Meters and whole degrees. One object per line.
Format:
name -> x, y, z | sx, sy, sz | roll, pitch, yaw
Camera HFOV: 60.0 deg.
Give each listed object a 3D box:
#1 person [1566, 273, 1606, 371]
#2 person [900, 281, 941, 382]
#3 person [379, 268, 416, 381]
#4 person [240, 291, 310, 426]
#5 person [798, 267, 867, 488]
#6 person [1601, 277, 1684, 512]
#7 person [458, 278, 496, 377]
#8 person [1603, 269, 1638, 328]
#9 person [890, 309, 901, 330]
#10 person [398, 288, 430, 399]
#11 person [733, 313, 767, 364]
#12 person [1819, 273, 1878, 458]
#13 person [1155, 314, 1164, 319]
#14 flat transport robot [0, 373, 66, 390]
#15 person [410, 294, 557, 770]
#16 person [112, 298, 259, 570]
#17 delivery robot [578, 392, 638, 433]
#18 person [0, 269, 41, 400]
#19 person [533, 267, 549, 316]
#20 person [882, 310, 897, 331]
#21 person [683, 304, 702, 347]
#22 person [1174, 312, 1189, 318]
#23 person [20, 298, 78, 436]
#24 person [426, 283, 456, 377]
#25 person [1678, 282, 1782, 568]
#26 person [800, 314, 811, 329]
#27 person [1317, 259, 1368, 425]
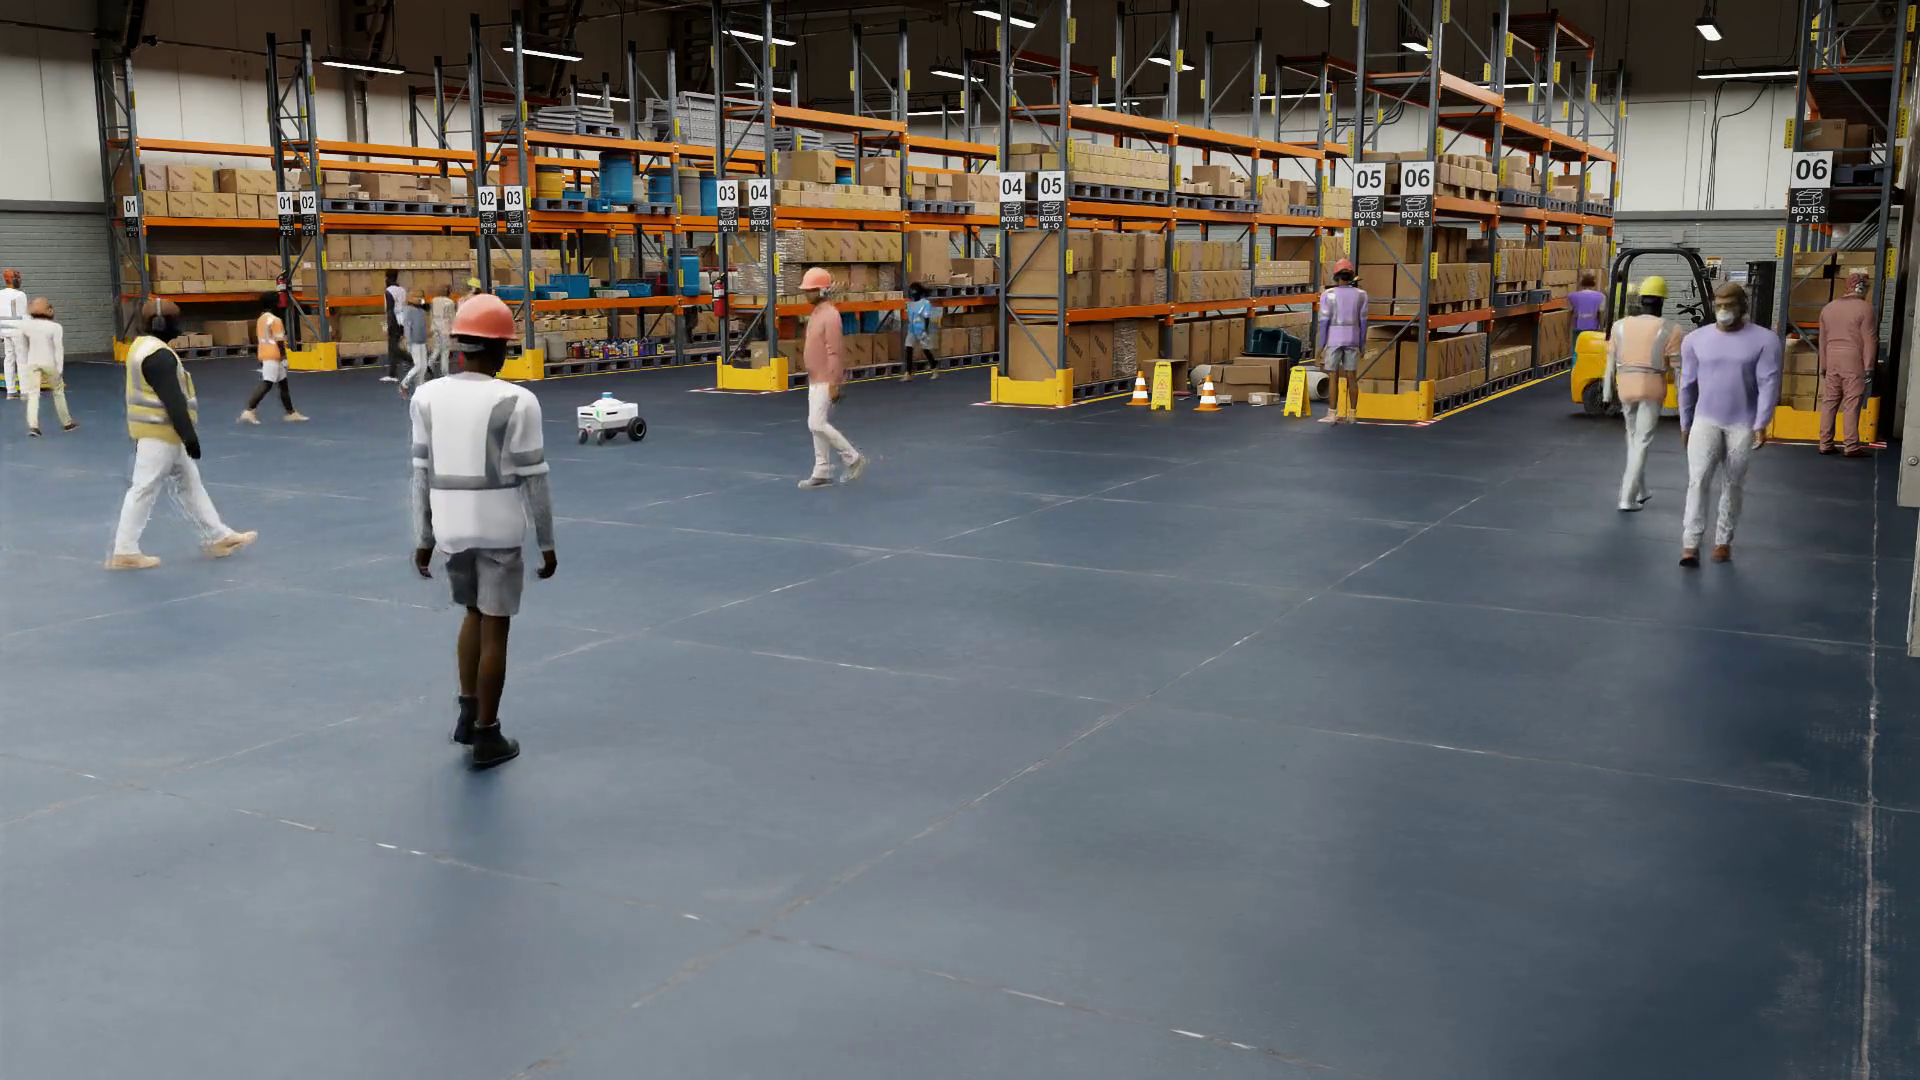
person -> 9.913, -3.323, 26.389 | 0.565, 1.813, 0.804 | 4, 11, 24
person -> -0.647, -3.447, 27.522 | 0.530, 1.662, 0.823 | 7, 12, 34
person -> -9.292, -3.567, 27.593 | 0.711, 1.883, 0.599 | 0, 10, 2
person -> -8.508, -2.235, 20.461 | 0.864, 1.659, 0.543 | -8, 13, -39
person -> -1.195, -1.431, 14.823 | 0.495, 1.980, 0.616 | -3, 10, -20
person -> 5.664, -1.194, 13.636 | 0.857, 1.892, 0.619 | -9, 13, -41
person -> -8.150, -3.520, 27.816 | 0.959, 1.696, 0.554 | 9, 13, 43
person -> 12.288, -4.125, 31.005 | 0.629, 1.831, 0.532 | 5, 11, 27
person -> -1.198, -4.498, 33.515 | 0.481, 1.712, 0.830 | 5, 11, 28
person -> -7.775, -2.782, 23.747 | 0.405, 1.616, 0.520 | 2, 10, 13
person -> -4.007, -4.290, 32.107 | 0.524, 1.791, 1.012 | 5, 11, 29
person -> 9.212, -1.805, 17.221 | 0.404, 1.903, 0.636 | -4, 10, -21
person -> 4.562, -5.223, 36.818 | 0.676, 2.000, 0.536 | 4, 11, 23
flat transport robot -> -14.712, -2.482, 25.947 | 1.431, 0.197, 0.652 | 5, 11, 28
person -> -1.930, -0.033, 6.787 | 0.569, 1.914, 0.508 | 2, 10, 13
person -> -5.272, -0.713, 11.149 | 0.966, 1.789, 0.653 | -6, 11, -30
delivery robot -> -3.915, -1.400, 18.504 | 0.477, 0.478, 0.707 | 6, 11, 30
person -> -13.665, -2.966, 24.064 | 0.584, 1.882, 0.337 | 3, 10, 19
person -> -9.742, -5.412, 38.587 | 0.595, 1.818, 0.639 | 4, 11, 23
person -> -1.476, -5.111, 36.529 | 0.628, 1.920, 0.504 | 4, 11, 24
person -> -6.179, -5.343, 37.713 | 0.628, 1.977, 0.707 | 5, 11, 26
person -> 4.153, -4.290, 31.881 | 0.521, 1.864, 0.335 | 5, 11, 28
person -> -10.665, -2.019, 19.375 | 0.515, 1.588, 0.847 | -1, 10, -4
person -> -8.862, -3.580, 28.432 | 0.527, 1.621, 0.431 | 5, 11, 27
person -> 5.061, -0.745, 11.040 | 0.630, 1.892, 0.958 | 6, 11, 30
person -> -2.839, -4.303, 32.165 | 0.589, 1.796, 0.896 | 6, 11, 31
person -> 4.703, -2.438, 20.512 | 0.615, 2.038, 0.395 | -1, 10, -7
